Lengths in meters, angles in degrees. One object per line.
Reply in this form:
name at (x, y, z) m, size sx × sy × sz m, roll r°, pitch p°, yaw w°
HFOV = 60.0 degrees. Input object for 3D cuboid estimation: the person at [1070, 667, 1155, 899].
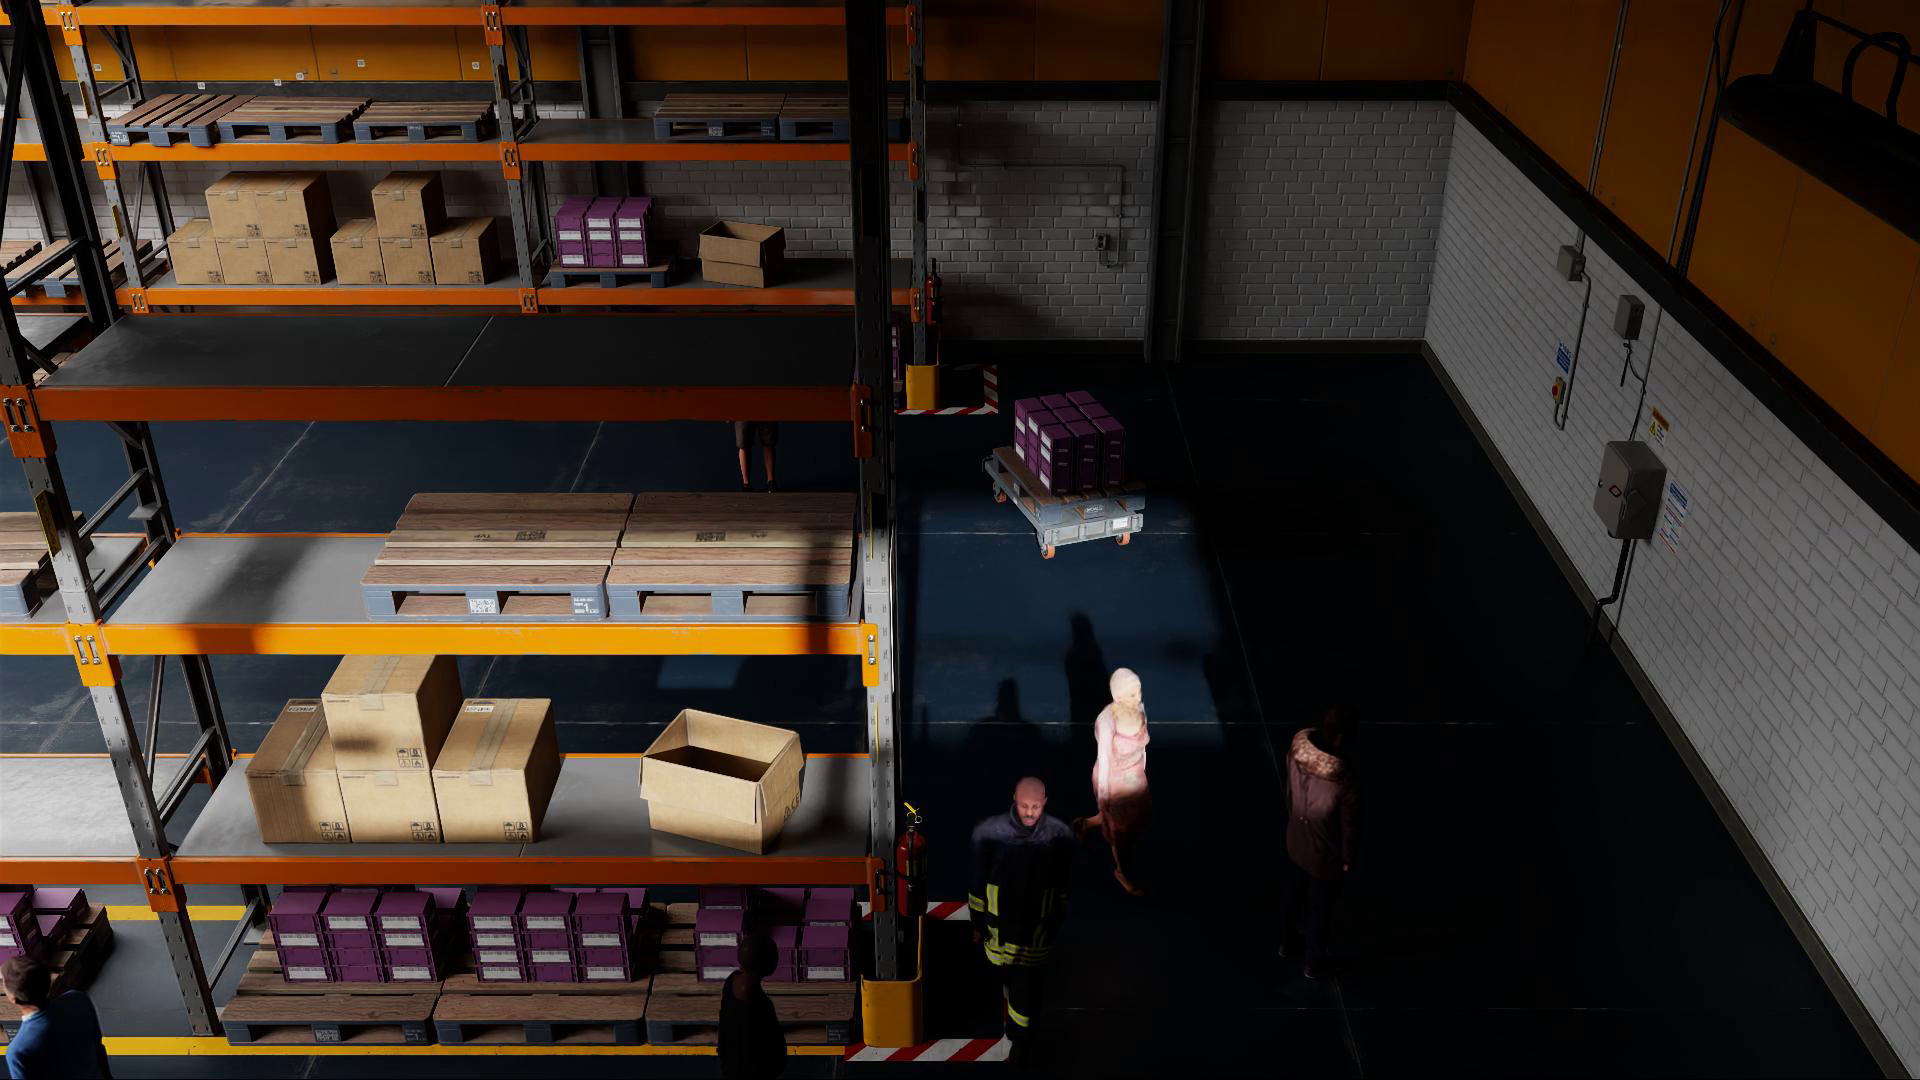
person at (0.950, 1.494, 10.526) m, size 0.984 × 1.672 × 0.910 m, roll 23°, pitch 36°, yaw 36°

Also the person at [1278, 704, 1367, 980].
person at (2.125, 1.772, 9.836) m, size 0.856 × 1.844 × 0.860 m, roll -15°, pitch 32°, yaw -26°

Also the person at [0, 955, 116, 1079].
person at (-4.324, 2.739, 8.092) m, size 0.661 × 1.818 × 0.722 m, roll 8°, pitch 30°, yaw 14°

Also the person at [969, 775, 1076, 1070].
person at (0.325, 2.027, 9.414) m, size 1.097 × 1.800 × 0.875 m, roll 4°, pitch 29°, yaw 8°

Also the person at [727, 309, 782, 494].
person at (-1.888, -1.258, 15.374) m, size 0.584 × 1.861 × 0.771 m, roll -5°, pitch 29°, yaw -9°

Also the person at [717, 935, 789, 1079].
person at (-1.129, 2.712, 8.259) m, size 1.175 × 1.705 × 0.891 m, roll -10°, pitch 30°, yaw -18°
